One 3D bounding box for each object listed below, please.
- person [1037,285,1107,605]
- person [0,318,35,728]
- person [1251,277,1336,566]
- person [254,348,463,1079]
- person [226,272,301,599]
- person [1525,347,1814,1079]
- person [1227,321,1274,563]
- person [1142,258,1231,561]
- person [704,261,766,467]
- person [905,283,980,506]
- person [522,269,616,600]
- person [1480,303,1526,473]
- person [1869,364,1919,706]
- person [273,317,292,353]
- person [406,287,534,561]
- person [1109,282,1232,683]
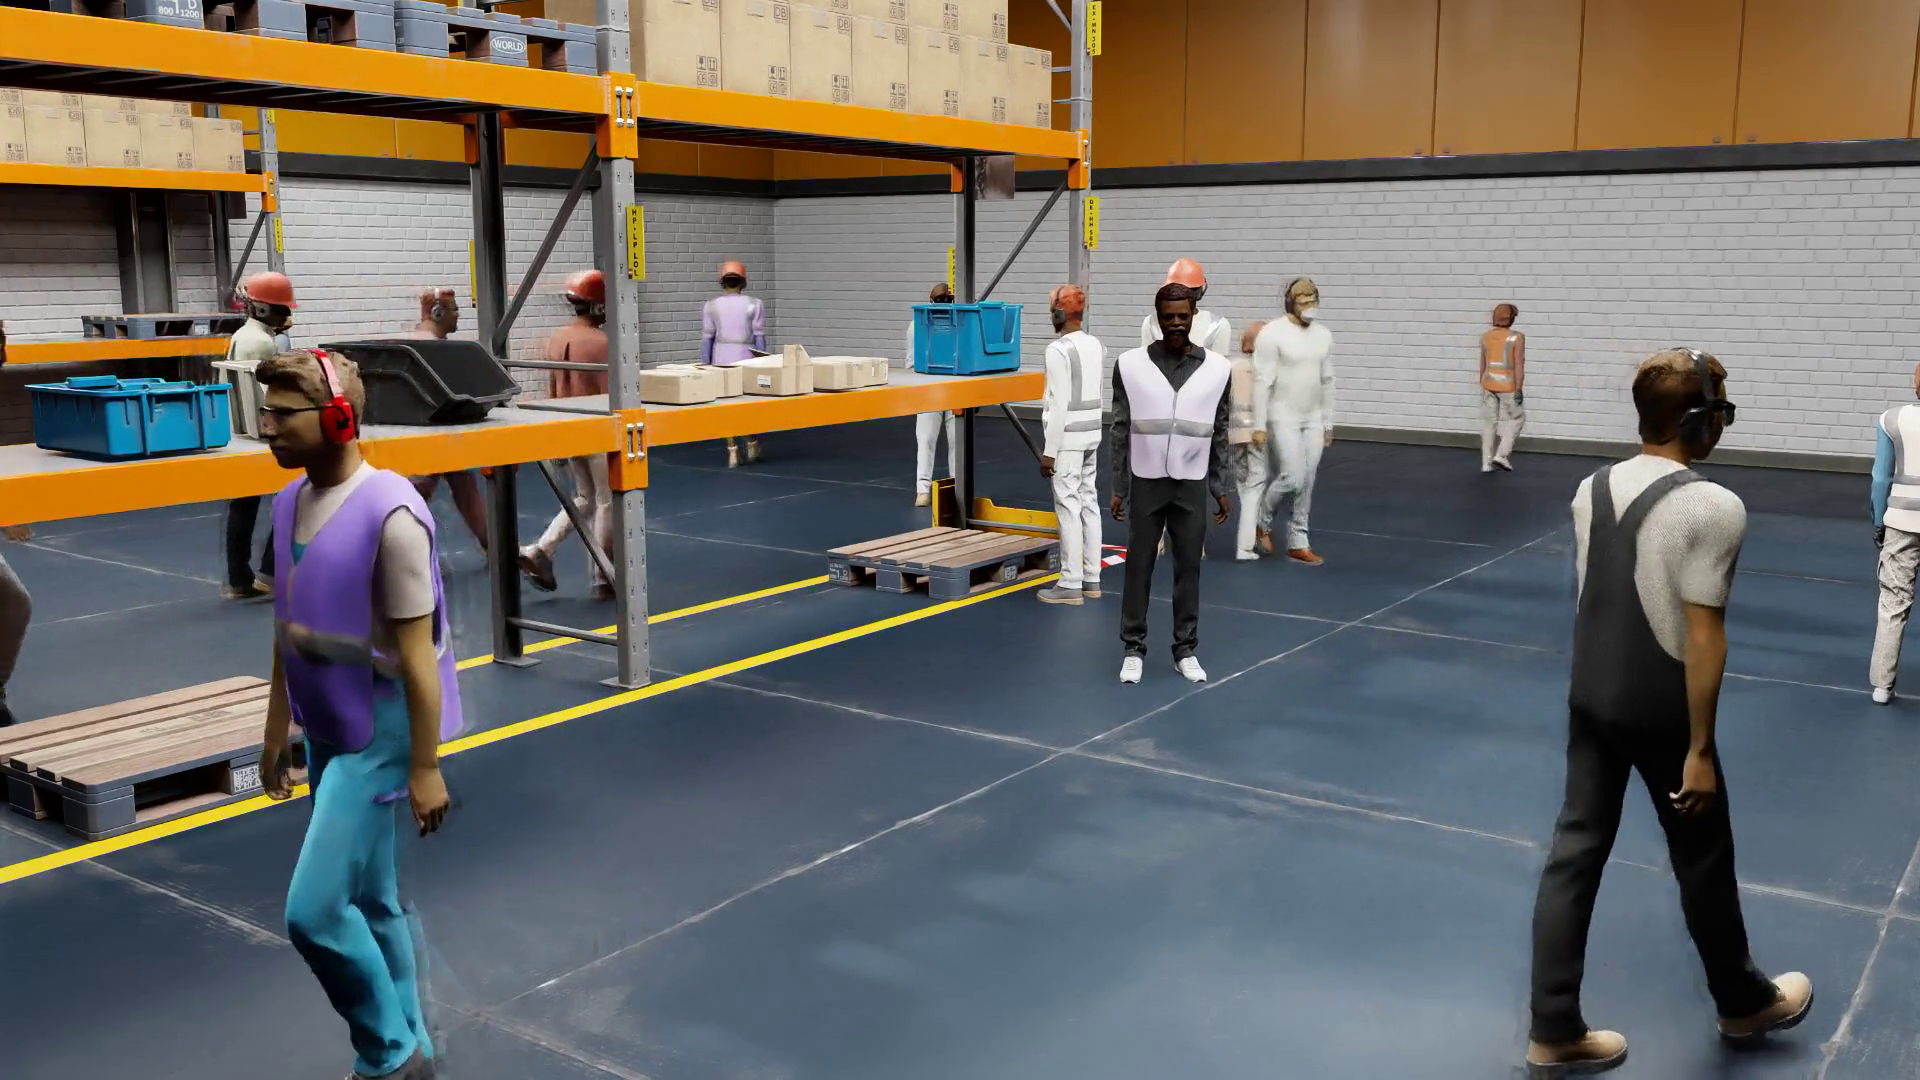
[{"bbox_3d":[0.660,-0.560,9.841,0.337,1.882,0.584,6,11,32],"label":"person"},{"bbox_3d":[-4.087,-0.018,6.745,0.637,1.839,0.598,-6,11,-33],"label":"person"},{"bbox_3d":[2.203,-0.772,10.999,0.700,1.919,0.494,-7,12,-34],"label":"person"},{"bbox_3d":[-1.438,0.475,3.838,0.528,1.824,0.590,-9,13,-44],"label":"person"},{"bbox_3d":[-4.151,-0.601,9.893,0.561,1.957,0.743,-8,12,-39],"label":"person"},{"bbox_3d":[1.800,0.432,4.149,0.906,1.806,0.543,-4,10,-24],"label":"person"},{"bbox_3d":[2.046,-0.674,11.326,0.528,1.612,0.761,7,12,38],"label":"person"},{"bbox_3d":[1.504,-0.867,11.213,0.607,2.039,0.395,2,10,14],"label":"person"},{"bbox_3d":[-2.213,-1.752,16.548,0.650,2.008,0.884,0,10,2],"label":"person"},{"bbox_3d":[-0.136,-1.189,13.711,0.633,1.841,0.429,-1,10,-5],"label":"person"},{"bbox_3d":[-2.244,-0.604,9.849,0.623,1.979,0.584,9,13,43],"label":"person"},{"bbox_3d":[5.162,-1.438,15.838,0.381,1.622,0.537,-6,11,-33],"label":"person"},{"bbox_3d":[4.341,-0.038,7.444,0.308,1.645,0.514,-9,13,-42],"label":"person"},{"bbox_3d":[-6.098,-1.287,14.913,0.280,1.633,0.502,-3,10,-19],"label":"person"},{"bbox_3d":[-3.279,-0.681,10.649,1.017,1.848,0.667,-3,10,-18],"label":"person"},{"bbox_3d":[1.008,-0.271,8.013,0.587,1.920,0.390,0,10,-2],"label":"person"}]
